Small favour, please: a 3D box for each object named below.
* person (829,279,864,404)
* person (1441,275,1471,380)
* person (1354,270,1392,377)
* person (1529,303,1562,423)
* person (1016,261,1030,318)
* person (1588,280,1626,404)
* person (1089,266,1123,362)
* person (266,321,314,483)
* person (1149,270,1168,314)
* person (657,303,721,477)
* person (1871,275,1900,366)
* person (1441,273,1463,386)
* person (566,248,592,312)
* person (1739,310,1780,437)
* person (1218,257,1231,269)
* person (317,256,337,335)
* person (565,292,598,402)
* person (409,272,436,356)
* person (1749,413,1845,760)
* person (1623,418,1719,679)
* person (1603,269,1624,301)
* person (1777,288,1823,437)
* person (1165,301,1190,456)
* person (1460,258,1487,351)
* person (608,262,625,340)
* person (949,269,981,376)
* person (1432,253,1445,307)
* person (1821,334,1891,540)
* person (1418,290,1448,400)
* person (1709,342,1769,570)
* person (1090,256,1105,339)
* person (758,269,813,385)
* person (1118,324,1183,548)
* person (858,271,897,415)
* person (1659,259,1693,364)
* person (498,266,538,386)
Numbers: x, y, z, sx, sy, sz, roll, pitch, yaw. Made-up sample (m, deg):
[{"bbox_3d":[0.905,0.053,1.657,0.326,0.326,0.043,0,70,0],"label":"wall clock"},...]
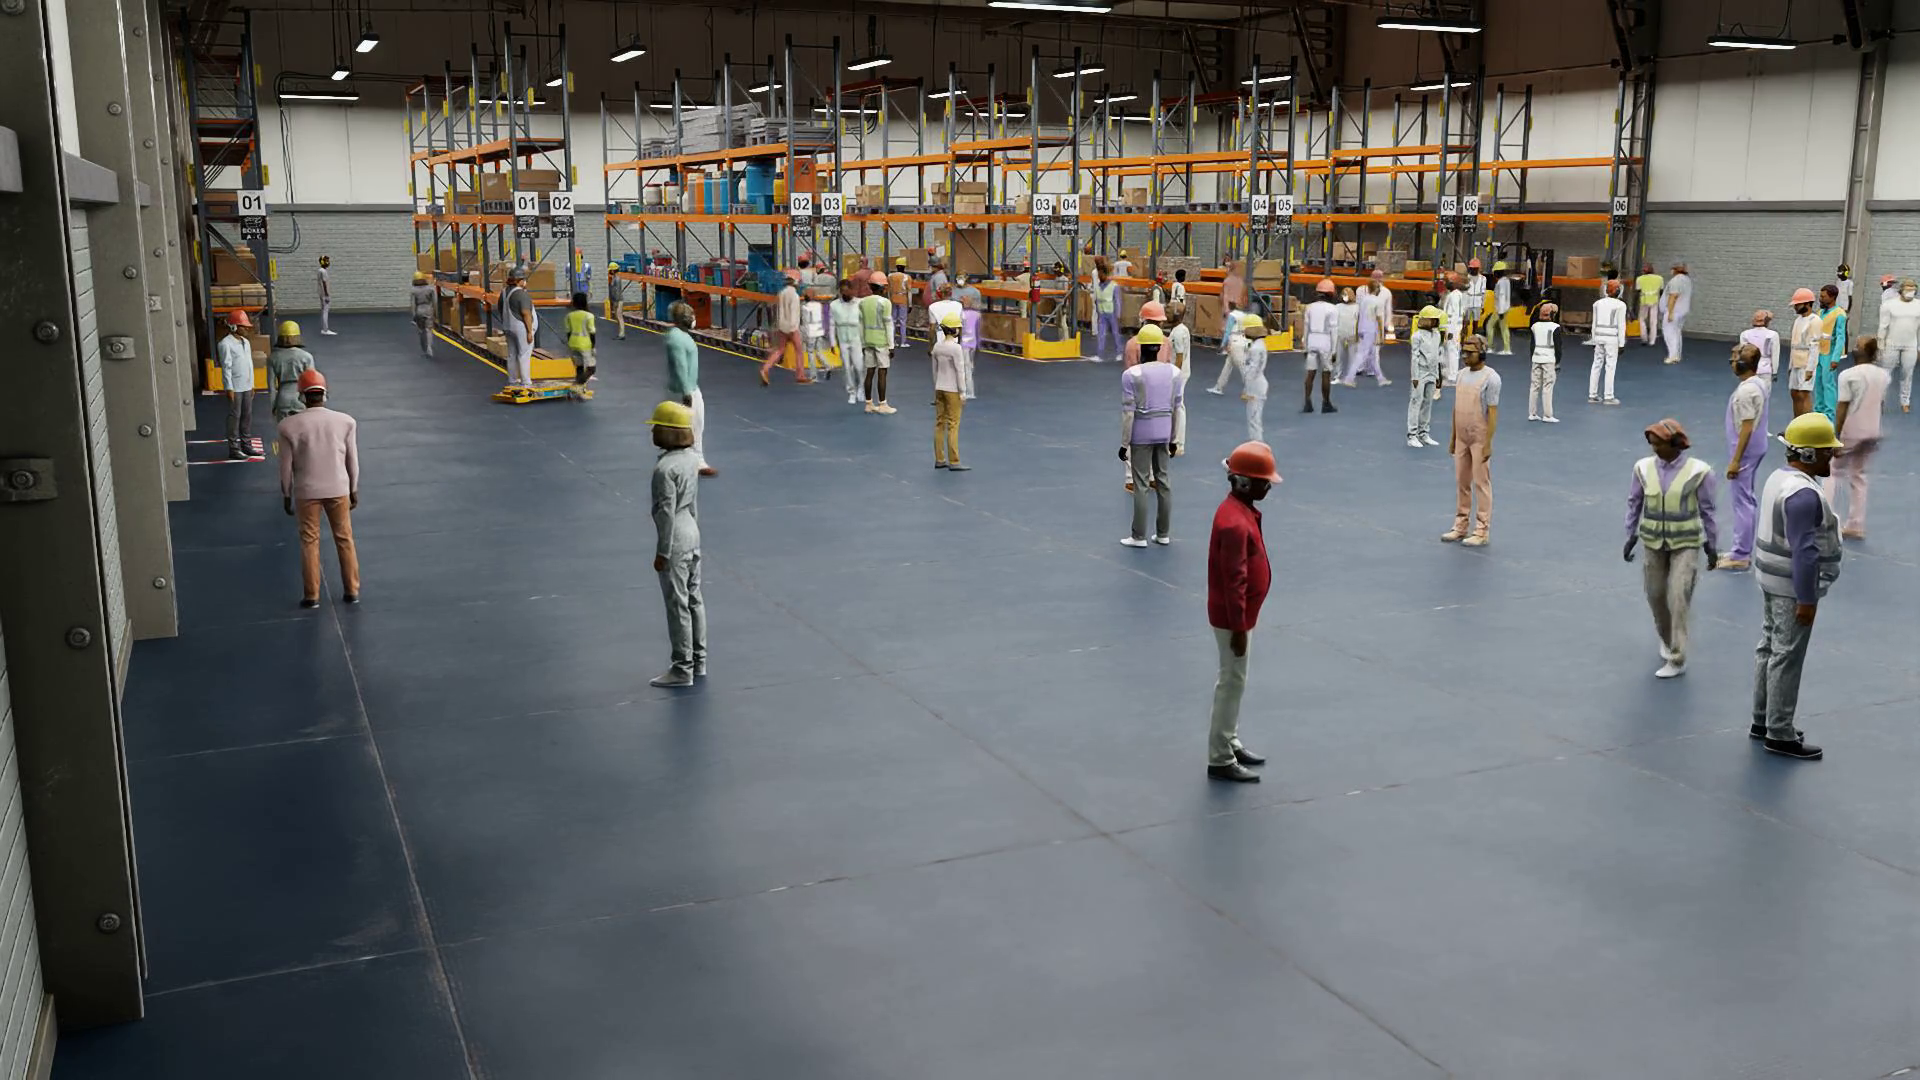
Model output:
[{"bbox_3d":[-1.668,-2.994,25.125,0.607,1.891,0.462,0,11,1],"label":"person"},{"bbox_3d":[8.525,-3.621,28.510,0.537,1.810,0.672,-8,14,-36],"label":"person"},{"bbox_3d":[7.244,-3.819,29.338,0.674,1.873,0.628,1,11,7],"label":"person"},{"bbox_3d":[8.078,-2.441,22.959,0.307,1.641,0.511,-6,13,-29],"label":"person"},{"bbox_3d":[1.564,-5.703,39.241,0.561,1.753,0.327,-5,12,-25],"label":"person"},{"bbox_3d":[9.803,-2.992,25.173,0.354,1.877,0.574,-6,13,-30],"label":"person"},{"bbox_3d":[2.901,-4.385,32.320,0.706,1.857,1.022,9,14,39],"label":"person"},{"bbox_3d":[-7.072,-1.452,17.667,0.492,1.742,0.321,-1,11,-7],"label":"person"},{"bbox_3d":[3.606,-4.033,30.569,0.385,1.834,0.561,2,11,9],"label":"person"},{"bbox_3d":[-3.001,-1.609,18.087,0.682,1.908,0.691,1,11,5],"label":"person"},{"bbox_3d":[17.612,-4.171,31.609,0.575,1.699,0.690,-11,15,-43],"label":"person"},{"bbox_3d":[8.225,-3.515,27.797,0.338,1.882,0.582,3,12,17],"label":"person"},{"bbox_3d":[-9.166,-6.005,40.043,0.615,2.041,0.392,-3,12,-16],"label":"person"},{"bbox_3d":[10.286,-2.143,21.449,0.311,1.639,0.512,-10,15,-40],"label":"person"},{"bbox_3d":[7.608,-7.282,47.581,0.497,1.632,0.289,1,11,6],"label":"person"},{"bbox_3d":[-15.073,-5.807,39.501,0.335,1.864,0.521,-6,13,-29],"label":"person"},{"bbox_3d":[-5.774,-2.928,25.293,0.553,1.681,0.516,5,12,25],"label":"person"},{"bbox_3d":[-10.844,-4.565,33.627,0.510,1.699,0.840,-4,12,-19],"label":"person"},{"bbox_3d":[4.457,0.235,8.865,0.404,1.833,0.589,2,11,12],"label":"person"},{"bbox_3d":[4.510,0.025,10.500,0.574,1.609,0.632,11,15,44],"label":"person"},{"bbox_3d":[13.817,-4.893,35.283,0.531,1.693,0.320,-6,13,-28],"label":"person"},{"bbox_3d":[10.708,-2.234,21.187,0.383,1.926,0.550,0,11,0],"label":"person"},{"bbox_3d":[2.560,-1.915,19.761,0.346,1.846,0.506,2,11,10],"label":"person"},{"bbox_3d":[10.696,-4.905,34.722,0.545,1.938,0.361,1,11,3],"label":"person"},{"bbox_3d":[-7.829,-5.432,37.862,0.341,1.756,0.518,-4,12,-20],"label":"person"},{"bbox_3d":[0.035,-3.592,28.047,0.638,1.938,0.357,2,11,8],"label":"person"},{"bbox_3d":[12.241,-6.403,42.557,0.324,1.862,0.585,1,11,4],"label":"person"},{"bbox_3d":[7.834,-0.898,14.654,0.597,1.823,0.440,-2,11,-11],"label":"person"},{"bbox_3d":[7.288,-3.010,25.721,0.321,1.691,0.533,-8,13,-34],"label":"person"},{"bbox_3d":[6.330,-0.673,13.458,0.347,1.842,0.505,8,14,35],"label":"person"},{"bbox_3d":[3.188,-5.584,38.313,0.354,1.883,0.576,2,11,12],"label":"person"},{"bbox_3d":[-2.926,-3.536,27.760,0.926,1.950,0.619,-8,14,-36],"label":"person"},{"bbox_3d":[1.628,-0.889,14.340,0.588,1.927,0.371,-6,12,-26],"label":"person"},{"bbox_3d":[-1.167,-2.820,23.862,0.615,2.040,0.379,9,14,39],"label":"person"},{"bbox_3d":[13.705,-4.395,31.864,0.806,2.000,0.622,-10,15,-40],"label":"person"},{"bbox_3d":[-7.013,-3.359,26.603,0.690,2.000,0.538,9,14,40],"label":"person"}]
